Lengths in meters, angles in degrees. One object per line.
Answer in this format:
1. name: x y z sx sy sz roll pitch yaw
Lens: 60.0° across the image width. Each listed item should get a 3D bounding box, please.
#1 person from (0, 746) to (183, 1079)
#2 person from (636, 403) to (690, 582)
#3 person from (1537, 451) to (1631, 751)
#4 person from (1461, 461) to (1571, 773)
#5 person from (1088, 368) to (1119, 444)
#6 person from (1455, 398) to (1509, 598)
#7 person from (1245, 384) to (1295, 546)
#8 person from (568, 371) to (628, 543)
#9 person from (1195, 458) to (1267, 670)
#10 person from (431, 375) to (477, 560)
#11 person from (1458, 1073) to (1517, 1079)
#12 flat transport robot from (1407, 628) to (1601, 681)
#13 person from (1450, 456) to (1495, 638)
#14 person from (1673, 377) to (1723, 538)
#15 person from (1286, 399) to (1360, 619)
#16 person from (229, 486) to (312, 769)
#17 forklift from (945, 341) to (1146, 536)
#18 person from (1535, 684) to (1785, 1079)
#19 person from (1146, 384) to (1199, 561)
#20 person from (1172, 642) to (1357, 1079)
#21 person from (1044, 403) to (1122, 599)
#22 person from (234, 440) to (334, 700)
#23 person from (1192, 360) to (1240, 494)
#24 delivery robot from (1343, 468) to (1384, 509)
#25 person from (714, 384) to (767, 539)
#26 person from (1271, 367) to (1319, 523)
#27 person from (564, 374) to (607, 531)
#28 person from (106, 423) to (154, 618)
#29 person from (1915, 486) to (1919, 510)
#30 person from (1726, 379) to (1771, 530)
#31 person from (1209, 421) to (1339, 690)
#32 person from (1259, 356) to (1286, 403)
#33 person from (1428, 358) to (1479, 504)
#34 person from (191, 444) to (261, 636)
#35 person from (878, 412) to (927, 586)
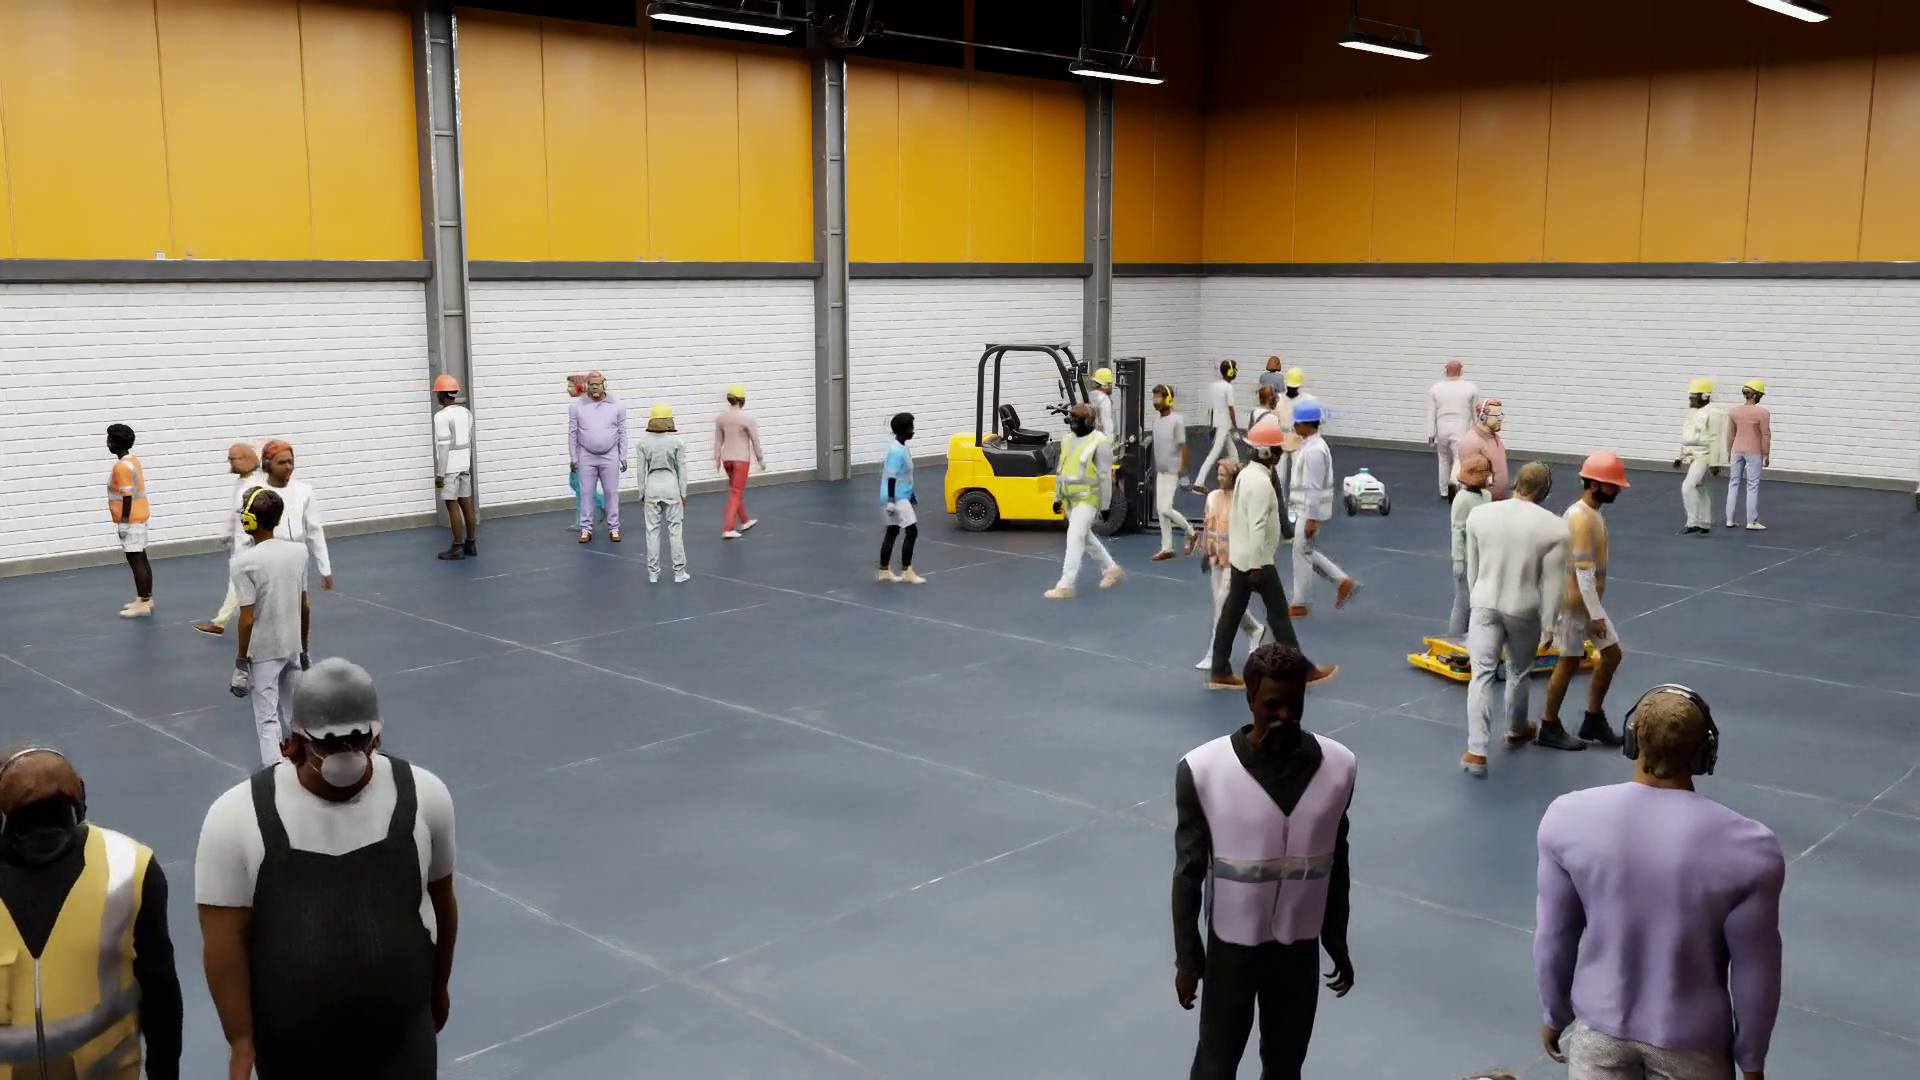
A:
1. person: -2.433 1.407 4.450 0.657 1.828 0.631 -5 10 -27
2. person: -2.880 -0.455 16.134 0.487 1.741 0.313 0 9 2
3. person: 3.965 0.399 10.383 0.642 1.901 0.563 6 11 34
4. person: 3.385 0.459 10.165 0.614 1.867 0.998 4 10 24
5. person: 1.727 -1.273 20.975 0.810 1.803 0.598 -2 10 -13
6. person: 4.615 -0.295 14.648 0.400 1.907 0.644 7 12 37
7. person: 3.335 -0.795 18.067 0.944 1.793 0.508 -5 11 -30
8. person: -4.014 -0.917 18.458 0.651 1.907 0.409 -2 9 -13
9. person: 2.099 0.159 12.763 0.751 1.610 0.525 -6 11 -33
10. person: -5.325 -0.760 17.401 0.376 1.935 0.550 3 10 17
11. person: 0.844 1.701 2.640 0.641 1.829 0.630 8 12 41
12. flat transport robot: 4.185 0.852 12.611 1.431 0.197 0.652 -3 10 -21
13. person: 3.906 0.173 12.688 0.382 1.638 0.522 9 13 43
14. person: 8.295 -0.928 18.820 0.605 1.809 0.587 1 9 4
15. person: 3.086 -0.253 14.327 0.633 1.926 0.608 1 9 8
16. person: -3.747 0.635 9.042 0.328 1.876 0.514 4 10 22
17. forklift: 0.977 -1.223 19.452 2.313 2.155 1.214 2 9 11
18. person: 1.879 1.339 4.531 0.628 1.940 0.373 6 11 33
19. person: 2.206 -0.698 17.285 0.482 1.856 0.517 -5 10 -27
20. person: 0.933 1.245 5.165 0.594 1.917 0.373 -2 10 -15
21. person: 1.177 -0.382 15.492 0.908 1.812 0.629 -6 11 -31
22. person: -4.608 0.242 11.514 0.896 1.848 0.611 6 11 32
23. person: 3.587 -1.513 22.381 1.006 1.817 0.540 -2 9 -9
24. delivery robot: 5.007 -0.644 20.630 0.477 0.478 0.707 0 9 -2
25. person: -2.471 -0.903 18.920 0.533 1.731 0.864 5 11 30
26. person: 3.881 -1.084 19.530 0.714 1.888 0.486 3 10 17
27. person: -4.339 -1.014 19.299 0.526 1.831 0.564 -4 10 -22
28. person: -7.264 -0.174 14.545 0.317 1.695 0.540 -3 10 -17
29. person: 12.261 -1.142 20.730 0.691 1.615 0.520 -6 11 -32
30. person: 9.194 -0.995 19.394 0.327 1.760 0.524 -6 11 -34
31. person: 2.248 0.125 11.908 0.962 1.951 0.647 -1 9 -5
32. person: 5.041 -2.144 26.806 0.273 1.636 0.507 -8 12 -41
33. person: 6.400 -1.418 21.619 0.641 1.877 0.820 5 10 26
34. person: -5.969 0.002 13.791 0.849 1.593 0.507 -5 11 -29
35. person: -0.519 -0.391 15.943 0.613 1.674 0.541 0 9 0
